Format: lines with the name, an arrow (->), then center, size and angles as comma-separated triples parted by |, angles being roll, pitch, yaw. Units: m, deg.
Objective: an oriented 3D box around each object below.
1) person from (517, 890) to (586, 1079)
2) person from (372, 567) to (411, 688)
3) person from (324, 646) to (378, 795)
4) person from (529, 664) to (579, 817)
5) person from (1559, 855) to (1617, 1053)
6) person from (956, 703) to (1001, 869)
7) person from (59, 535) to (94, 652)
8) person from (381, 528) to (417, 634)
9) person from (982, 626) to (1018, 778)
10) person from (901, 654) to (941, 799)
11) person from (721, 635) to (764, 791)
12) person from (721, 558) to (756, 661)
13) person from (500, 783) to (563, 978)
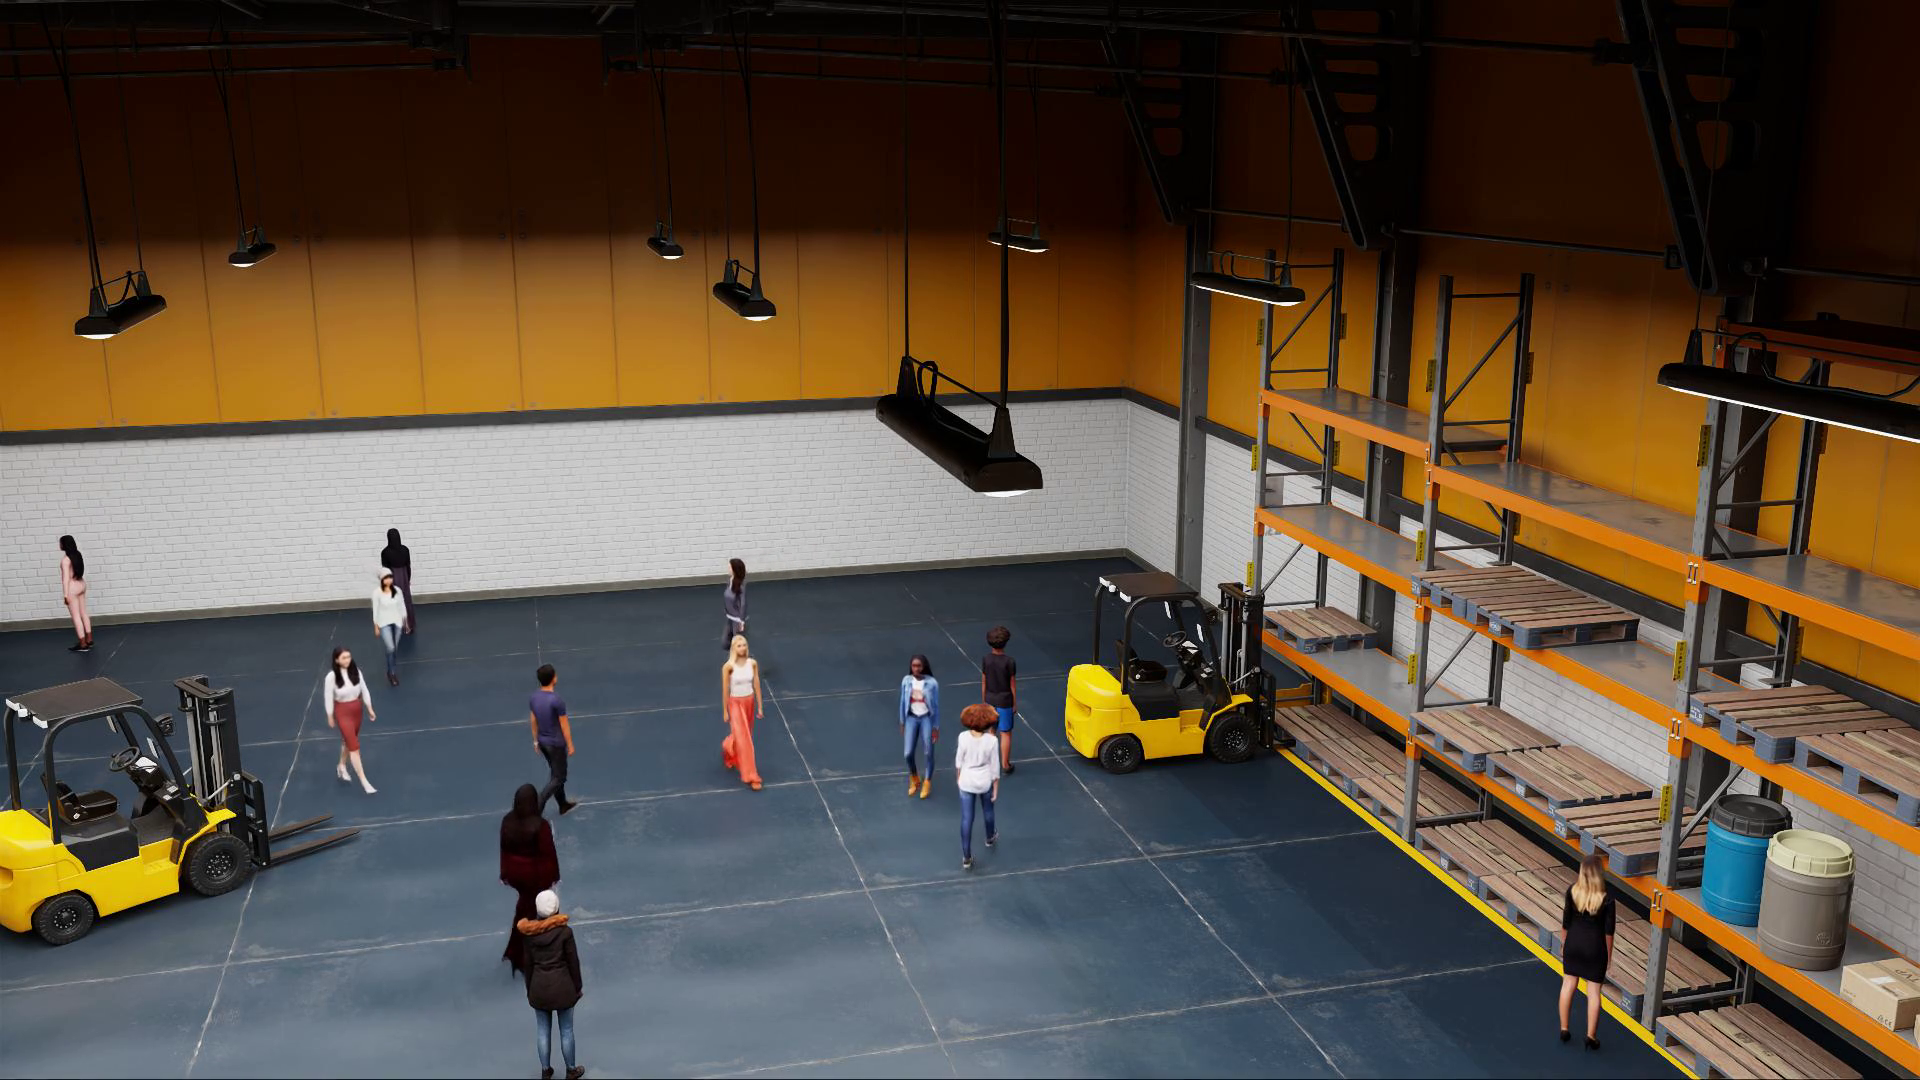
person -> -3.207, 3.518, 13.101 | 0.705, 1.638, 0.712 | 1, 14, 2
person -> -7.855, 1.161, 22.850 | 0.744, 1.630, 0.846 | -12, 18, -41
person -> -7.030, 2.050, 19.039 | 1.189, 1.695, 1.018 | 11, 18, 39
person -> -4.473, 2.249, 18.058 | 1.082, 1.770, 1.116 | 8, 16, 31
person -> 5.123, 3.371, 13.626 | 0.597, 1.675, 0.679 | 10, 17, 35
person -> 0.148, 2.535, 17.082 | 0.975, 1.673, 1.204 | 3, 14, 11
person -> -12.930, 0.760, 24.315 | 0.714, 1.720, 0.544 | 0, 14, -1
person -> -8.530, 0.607, 25.167 | 0.683, 1.615, 0.710 | -9, 16, -34
person -> 0.457, 1.887, 19.506 | 0.682, 1.793, 0.733 | 7, 15, 26
person -> -0.406, 2.085, 18.893 | 0.753, 1.697, 0.767 | 3, 14, 11
person -> -2.573, 1.958, 19.263 | 0.927, 1.769, 1.262 | -10, 17, -36
person -> -3.002, 1.093, 22.850 | 0.837, 1.761, 0.805 | -10, 17, -36
person -> -3.899, 3.061, 14.825 | 1.113, 1.714, 1.210 | 6, 15, 25
